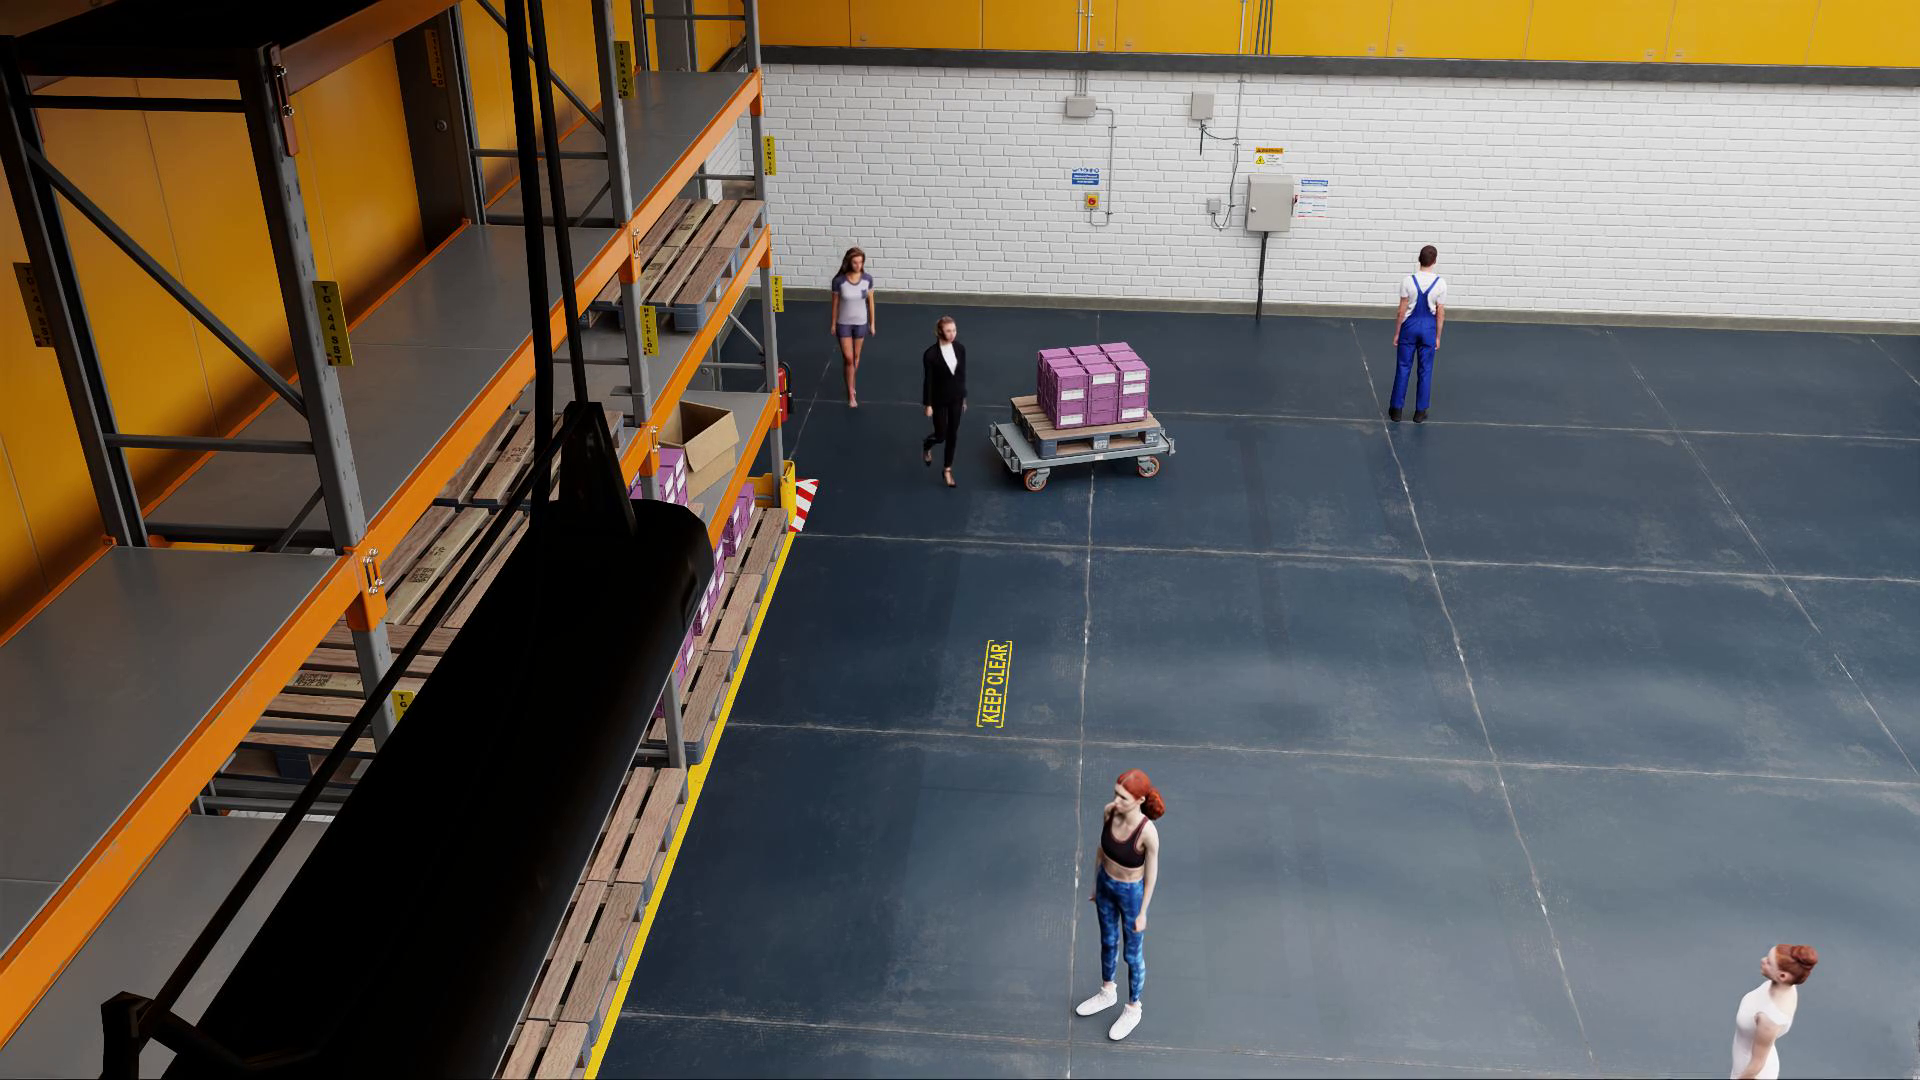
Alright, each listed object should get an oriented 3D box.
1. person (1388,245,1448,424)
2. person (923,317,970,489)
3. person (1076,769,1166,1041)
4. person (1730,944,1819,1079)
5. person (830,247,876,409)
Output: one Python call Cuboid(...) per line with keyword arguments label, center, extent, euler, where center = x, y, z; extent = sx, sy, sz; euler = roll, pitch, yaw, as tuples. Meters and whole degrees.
Cuboid(label="person", center=(4.661, -2.108, 16.964), extent=(0.661, 1.849, 0.610), euler=(7, 29, 12))
Cuboid(label="person", center=(-0.169, -1.322, 15.685), extent=(0.830, 1.694, 0.904), euler=(-16, 33, -27))
Cuboid(label="person", center=(0.922, 2.041, 9.425), extent=(0.750, 1.785, 0.692), euler=(-24, 36, -36))
Cuboid(label="person", center=(3.938, 2.674, 8.257), extent=(0.691, 1.792, 0.560), euler=(17, 33, 28))
Cuboid(label="person", center=(-1.165, -2.283, 17.450), extent=(0.811, 1.692, 0.966), euler=(-9, 30, -16))
